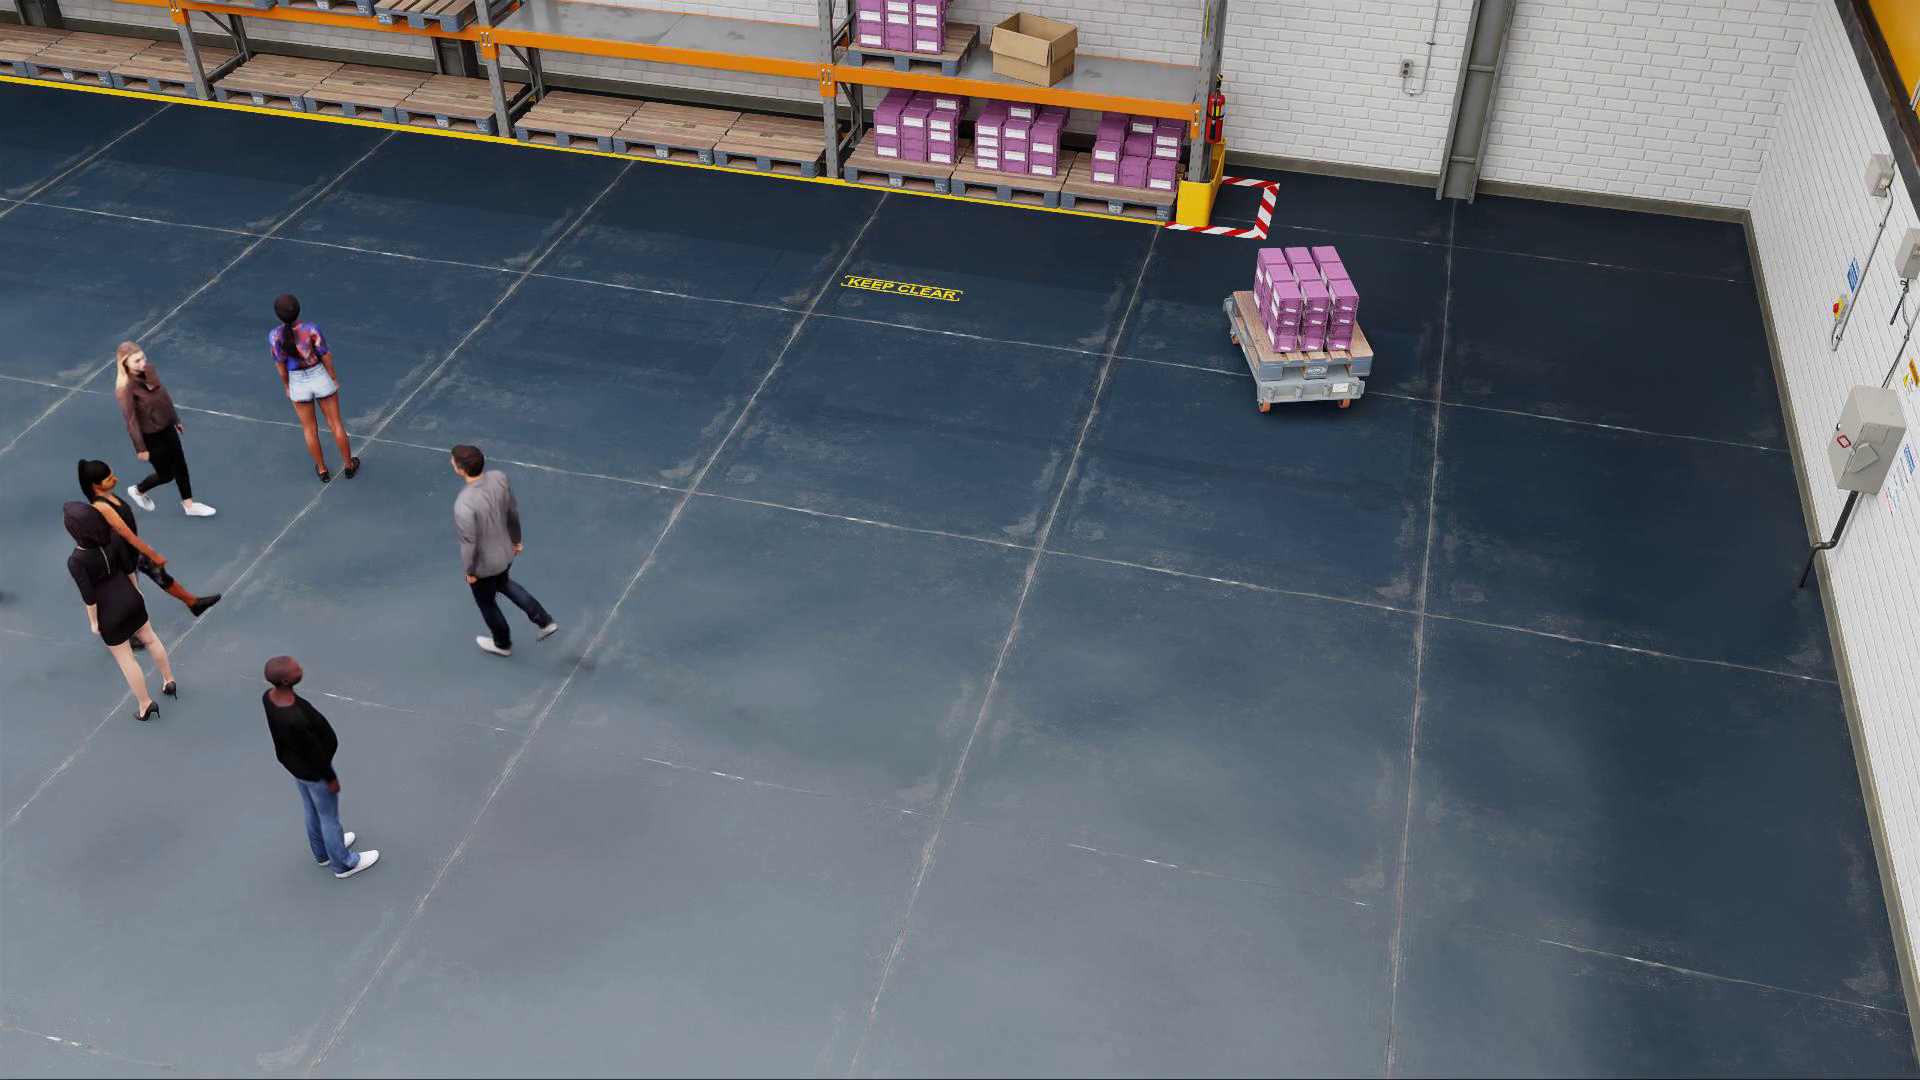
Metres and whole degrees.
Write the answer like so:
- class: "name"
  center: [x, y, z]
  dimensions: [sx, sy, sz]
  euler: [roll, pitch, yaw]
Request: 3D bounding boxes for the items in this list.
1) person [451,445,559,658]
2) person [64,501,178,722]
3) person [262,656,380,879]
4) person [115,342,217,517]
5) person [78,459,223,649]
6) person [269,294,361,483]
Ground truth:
- class: "person"
  center: [-3.270, 0.125, 11.786]
  dimensions: [0.919, 1.857, 0.750]
  euler: [15, 41, 18]
- class: "person"
  center: [-5.755, 0.483, 11.379]
  dimensions: [0.511, 1.806, 0.604]
  euler: [14, 41, 16]
- class: "person"
  center: [-4.024, 1.399, 10.277]
  dimensions: [0.616, 1.749, 0.735]
  euler: [29, 47, 31]
- class: "person"
  center: [-6.433, -0.847, 13.140]
  dimensions: [0.879, 1.686, 0.688]
  euler: [4, 39, 5]
- class: "person"
  center: [-6.096, 0.141, 11.941]
  dimensions: [1.083, 1.639, 0.987]
  euler: [-18, 42, -22]
- class: "person"
  center: [-5.309, -1.251, 13.601]
  dimensions: [0.628, 1.743, 0.731]
  euler: [-11, 40, -14]
